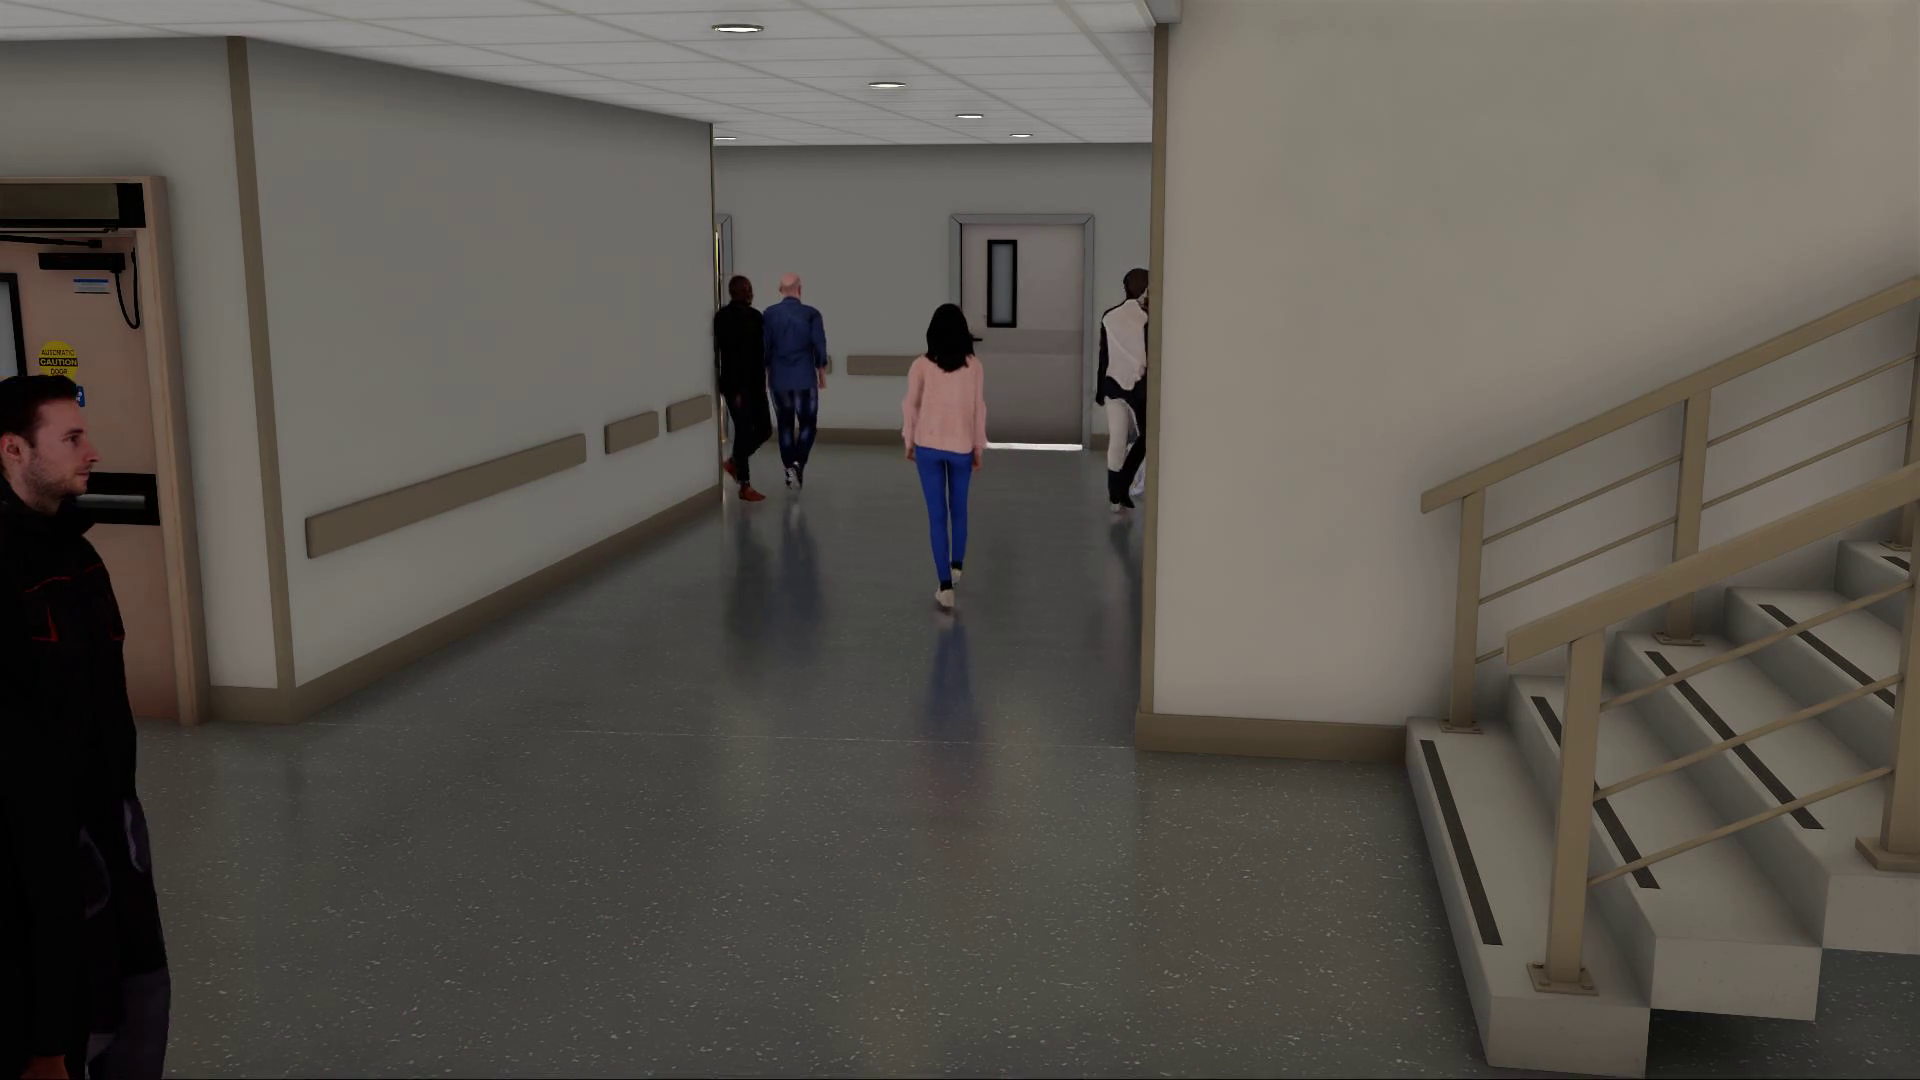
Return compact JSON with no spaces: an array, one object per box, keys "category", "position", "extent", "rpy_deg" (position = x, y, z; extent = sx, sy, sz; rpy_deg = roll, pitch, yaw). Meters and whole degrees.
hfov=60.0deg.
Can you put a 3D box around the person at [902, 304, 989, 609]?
[{"category":"person","position":[-0.082,-0.471,9.667],"extent":[1.028,1.740,0.909],"rpy_deg":[-2,11,-9]}]

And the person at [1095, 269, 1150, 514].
[{"category":"person","position":[1.277,-1.119,12.711],"extent":[0.872,1.879,0.964],"rpy_deg":[7,13,32]}]

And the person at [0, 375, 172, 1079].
[{"category":"person","position":[-2.011,0.601,3.587],"extent":[1.036,1.901,0.840],"rpy_deg":[-1,11,-5]}]

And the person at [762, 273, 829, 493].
[{"category":"person","position":[-1.380,-1.273,13.717],"extent":[0.990,1.805,0.823],"rpy_deg":[2,11,8]}]

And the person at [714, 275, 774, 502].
[{"category":"person","position":[-1.810,-1.226,13.480],"extent":[0.996,1.802,0.900],"rpy_deg":[7,13,34]}]
